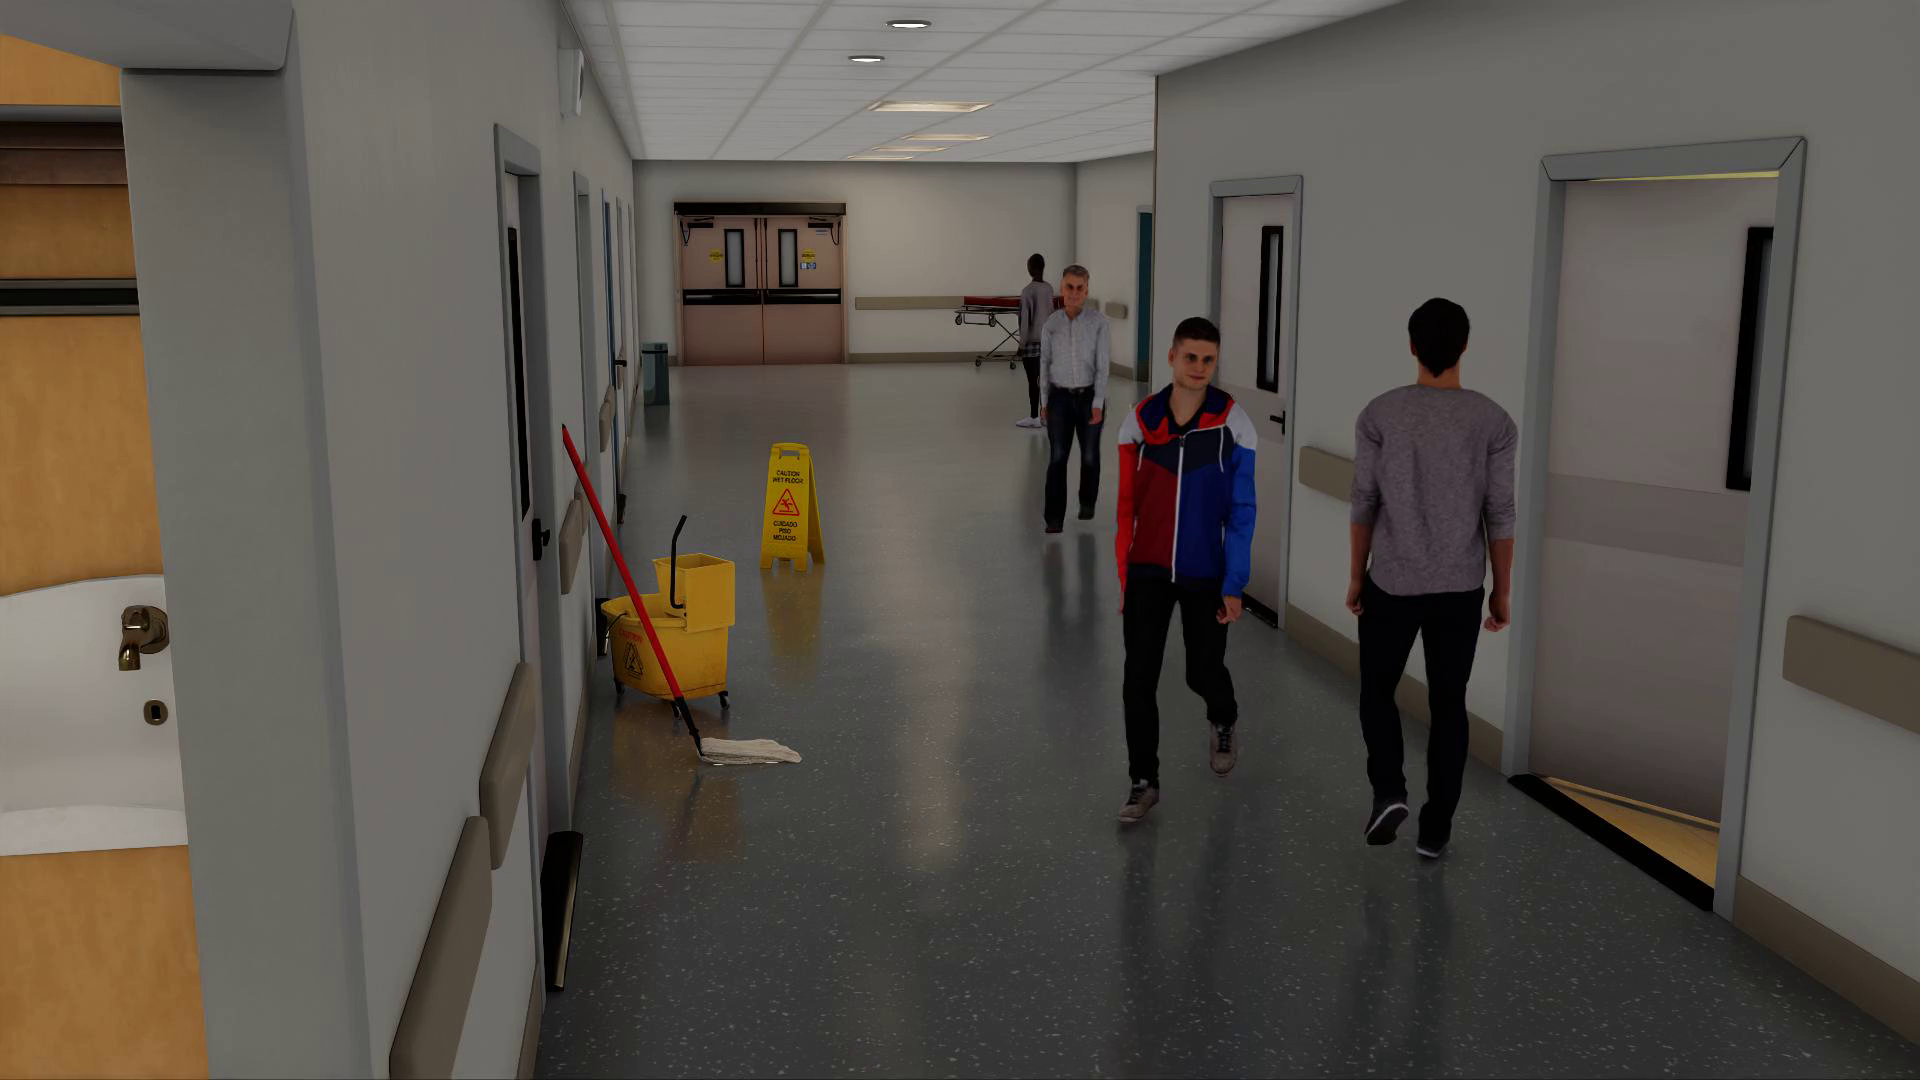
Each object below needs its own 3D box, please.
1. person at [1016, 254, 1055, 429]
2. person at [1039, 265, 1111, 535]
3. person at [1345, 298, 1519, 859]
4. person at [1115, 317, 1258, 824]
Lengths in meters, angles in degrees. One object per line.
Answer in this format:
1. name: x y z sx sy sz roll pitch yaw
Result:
1. person: 0.797 -2.056 17.155 0.734 1.774 0.696 9 14 40
2. person: 0.809 -0.934 11.245 0.970 1.772 1.285 3 11 15
3. person: 1.480 0.164 5.312 0.831 1.826 0.902 3 11 16
4. person: 0.807 0.098 5.899 0.929 1.738 1.075 4 12 21
